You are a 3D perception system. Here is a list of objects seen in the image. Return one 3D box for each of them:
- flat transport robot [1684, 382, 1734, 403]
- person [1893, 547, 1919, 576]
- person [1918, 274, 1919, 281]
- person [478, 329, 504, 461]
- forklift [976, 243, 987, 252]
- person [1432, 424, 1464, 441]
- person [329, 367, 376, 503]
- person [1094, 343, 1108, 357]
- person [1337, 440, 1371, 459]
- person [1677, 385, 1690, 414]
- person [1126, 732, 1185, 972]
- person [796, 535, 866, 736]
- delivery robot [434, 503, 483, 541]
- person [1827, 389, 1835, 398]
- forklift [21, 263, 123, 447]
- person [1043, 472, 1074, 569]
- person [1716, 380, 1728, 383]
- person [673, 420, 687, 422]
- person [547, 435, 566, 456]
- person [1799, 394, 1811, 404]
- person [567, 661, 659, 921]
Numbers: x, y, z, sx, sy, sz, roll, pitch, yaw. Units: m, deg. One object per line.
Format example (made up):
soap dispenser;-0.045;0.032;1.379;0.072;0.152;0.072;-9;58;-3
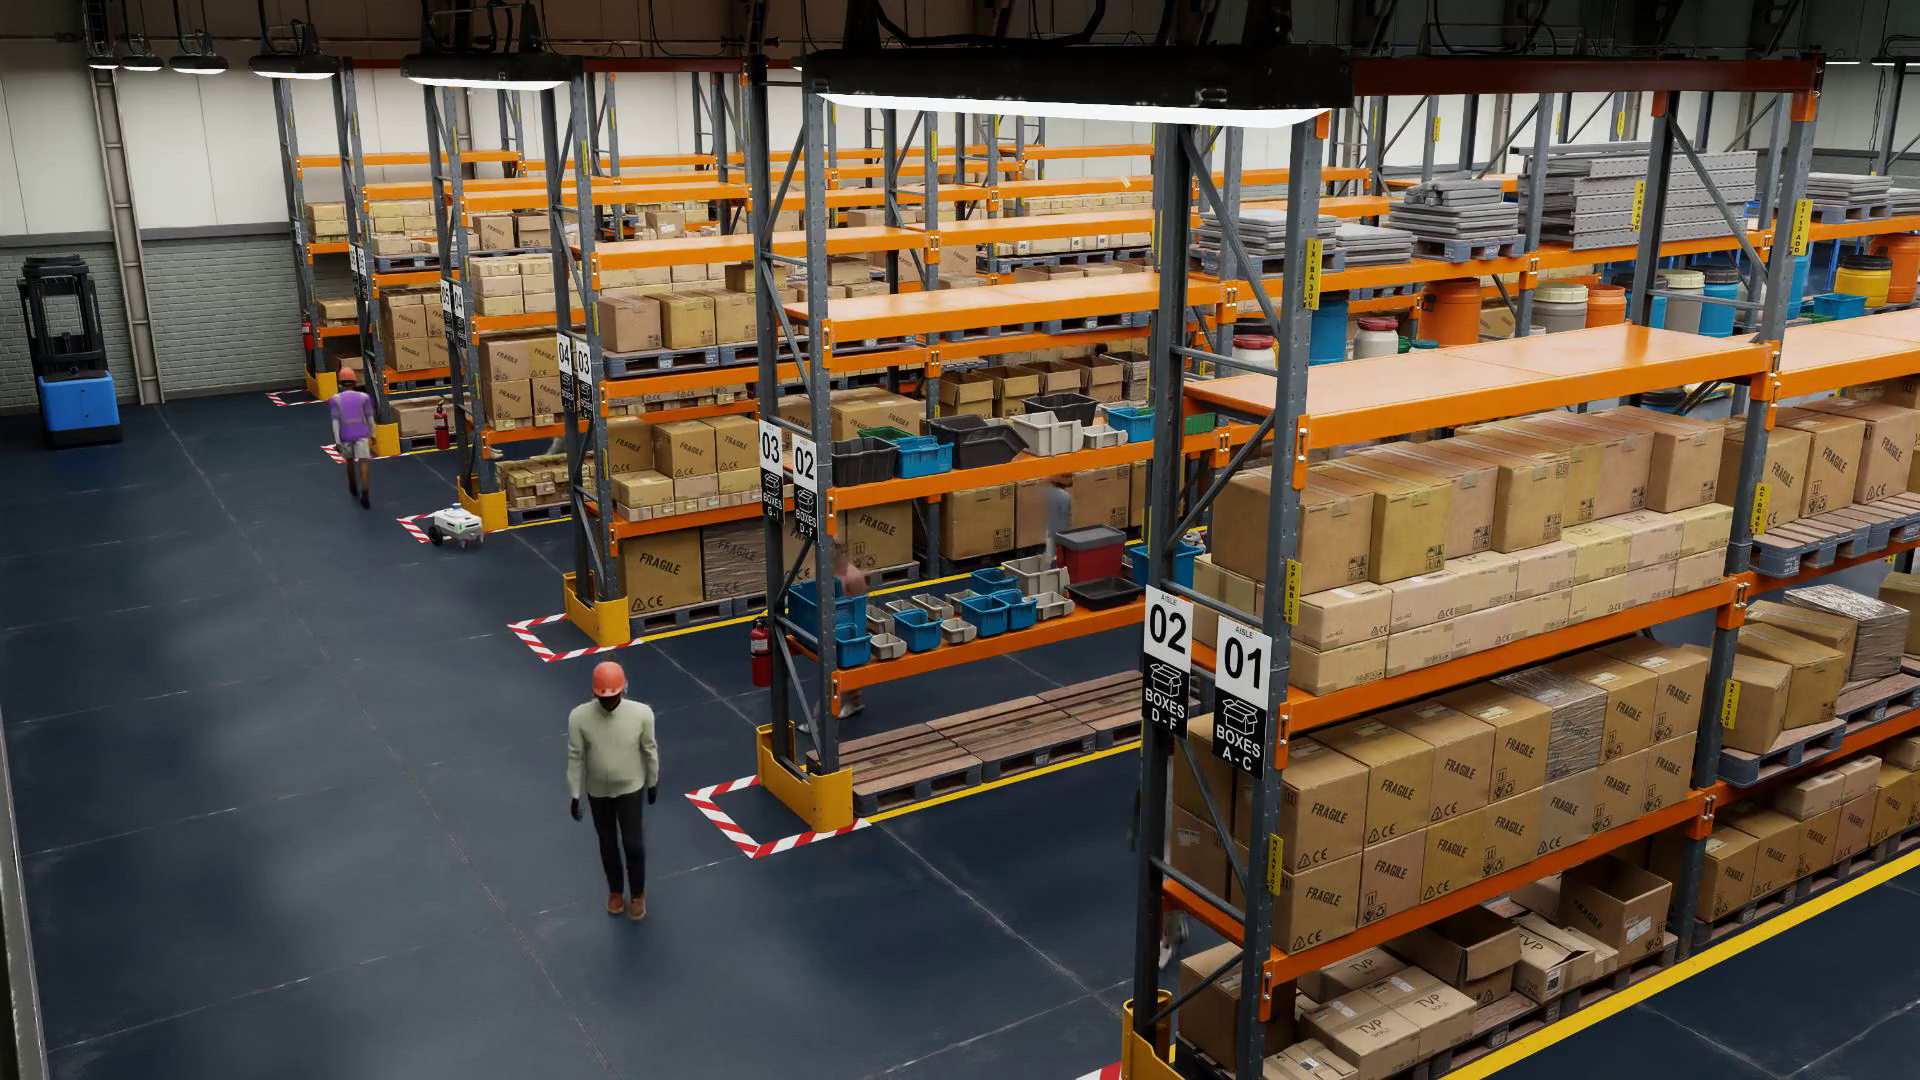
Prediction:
flat transport robot;13.666;-2.752;29.039;1.431;0.197;0.652;-13;21;-35
person;9.163;0.637;15.156;0.513;1.872;0.328;9;19;28
person;20.082;-4.922;33.246;1.094;1.957;0.612;-1;17;-3
person;-7.299;-2.272;24.405;0.393;2.040;0.611;-5;18;-15
forklift;0.988;-5.474;34.718;1.214;2.155;2.313;-10;20;-31
person;5.865;-0.590;19.066;0.354;1.938;0.545;-12;21;-34
person;-8.465;-1.473;22.058;0.566;1.886;1.012;-8;19;-25
person;2.075;-2.073;24.077;1.060;1.853;0.594;-13;21;-37
person;4.987;-0.758;19.655;0.831;1.910;0.662;-7;18;-21
person;12.373;-3.136;27.491;0.845;1.907;0.543;-3;17;-8
person;1.371;2.007;10.708;0.552;1.842;0.718;16;23;42
person;-1.216;0.853;14.472;0.988;1.855;0.674;-16;23;-42
delivery robot;-6.395;-0.225;20.116;0.707;0.478;0.477;16;23;42
person;13.938;-2.288;24.707;0.588;1.893;0.671;-2;17;-7
forklift;-14.518;-3.079;25.708;1.129;2.768;1.873;-10;20;-31
person;1.213;-0.079;17.955;0.831;1.587;0.530;-7;18;-21
person;14.438;-3.812;29.787;0.525;1.842;0.396;8;19;25
person;-4.520;-2.310;25.278;0.499;1.598;0.817;13;21;36
person;-5.965;-1.882;23.498;0.537;1.829;0.959;12;21;34
person;14.807;-2.976;27.394;0.311;1.639;0.514;11;20;31
person;-2.470;1.784;11.230;0.622;1.969;0.607;-1;17;-3
